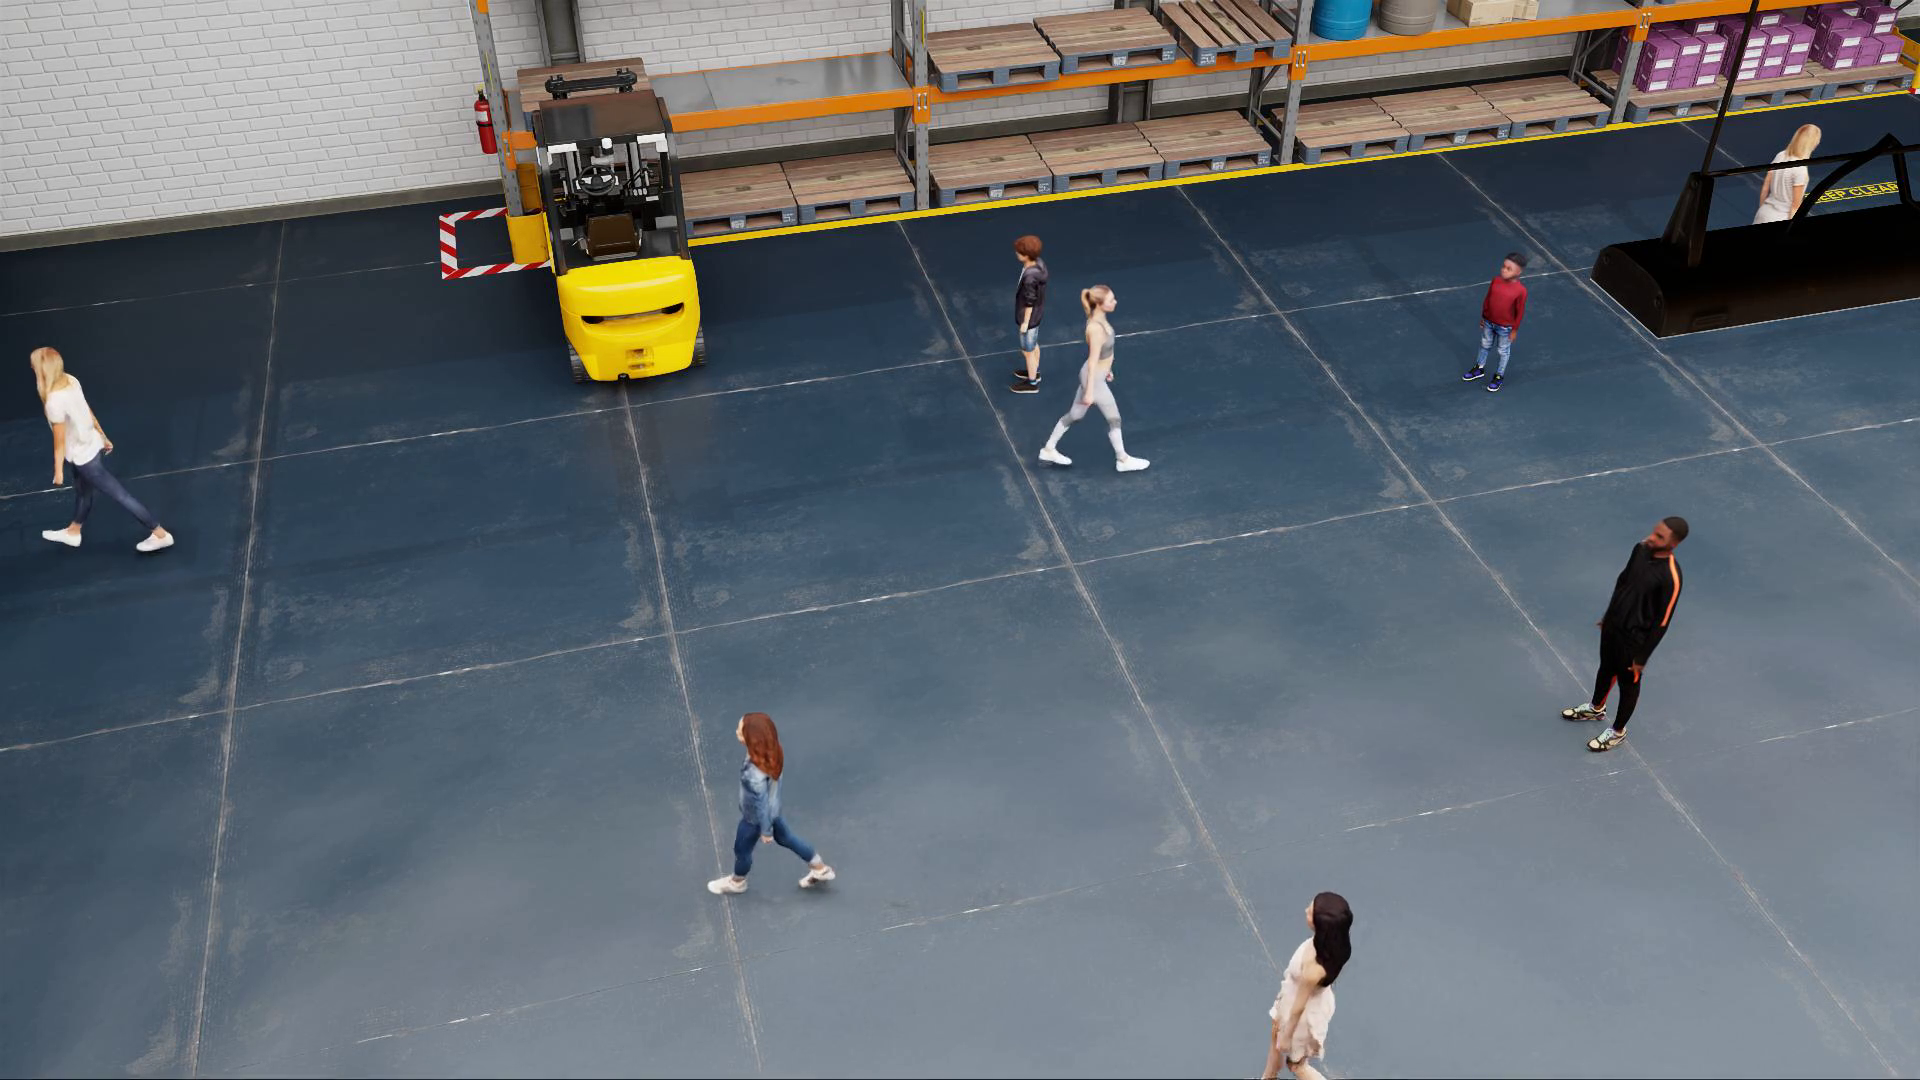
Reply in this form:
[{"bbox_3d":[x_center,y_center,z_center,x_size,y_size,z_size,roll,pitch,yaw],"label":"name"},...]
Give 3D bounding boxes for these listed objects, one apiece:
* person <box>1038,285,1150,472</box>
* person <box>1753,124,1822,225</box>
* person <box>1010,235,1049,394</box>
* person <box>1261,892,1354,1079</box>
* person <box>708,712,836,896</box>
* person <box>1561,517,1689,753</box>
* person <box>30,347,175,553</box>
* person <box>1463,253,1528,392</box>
[{"bbox_3d":[0.961,-1.230,12.970,1.181,1.661,0.819,2,39,3],"label":"person"},{"bbox_3d":[7.274,-2.852,14.870,0.511,1.821,0.594,-10,40,-12],"label":"person"},{"bbox_3d":[0.582,-1.907,13.988,0.629,1.448,0.614,7,39,8],"label":"person"},{"bbox_3d":[1.808,2.430,8.345,1.023,1.712,0.975,22,43,25],"label":"person"},{"bbox_3d":[-1.071,1.557,9.646,1.060,1.453,0.764,1,39,1],"label":"person"},{"bbox_3d":[4.289,0.572,10.594,0.509,1.808,0.607,-9,40,-12],"label":"person"},{"bbox_3d":[-6.242,-0.604,12.110,1.172,1.755,0.679,-6,39,-8],"label":"person"},{"bbox_3d":[4.587,-1.870,14.095,0.600,1.255,0.578,-30,47,-32],"label":"person"}]
